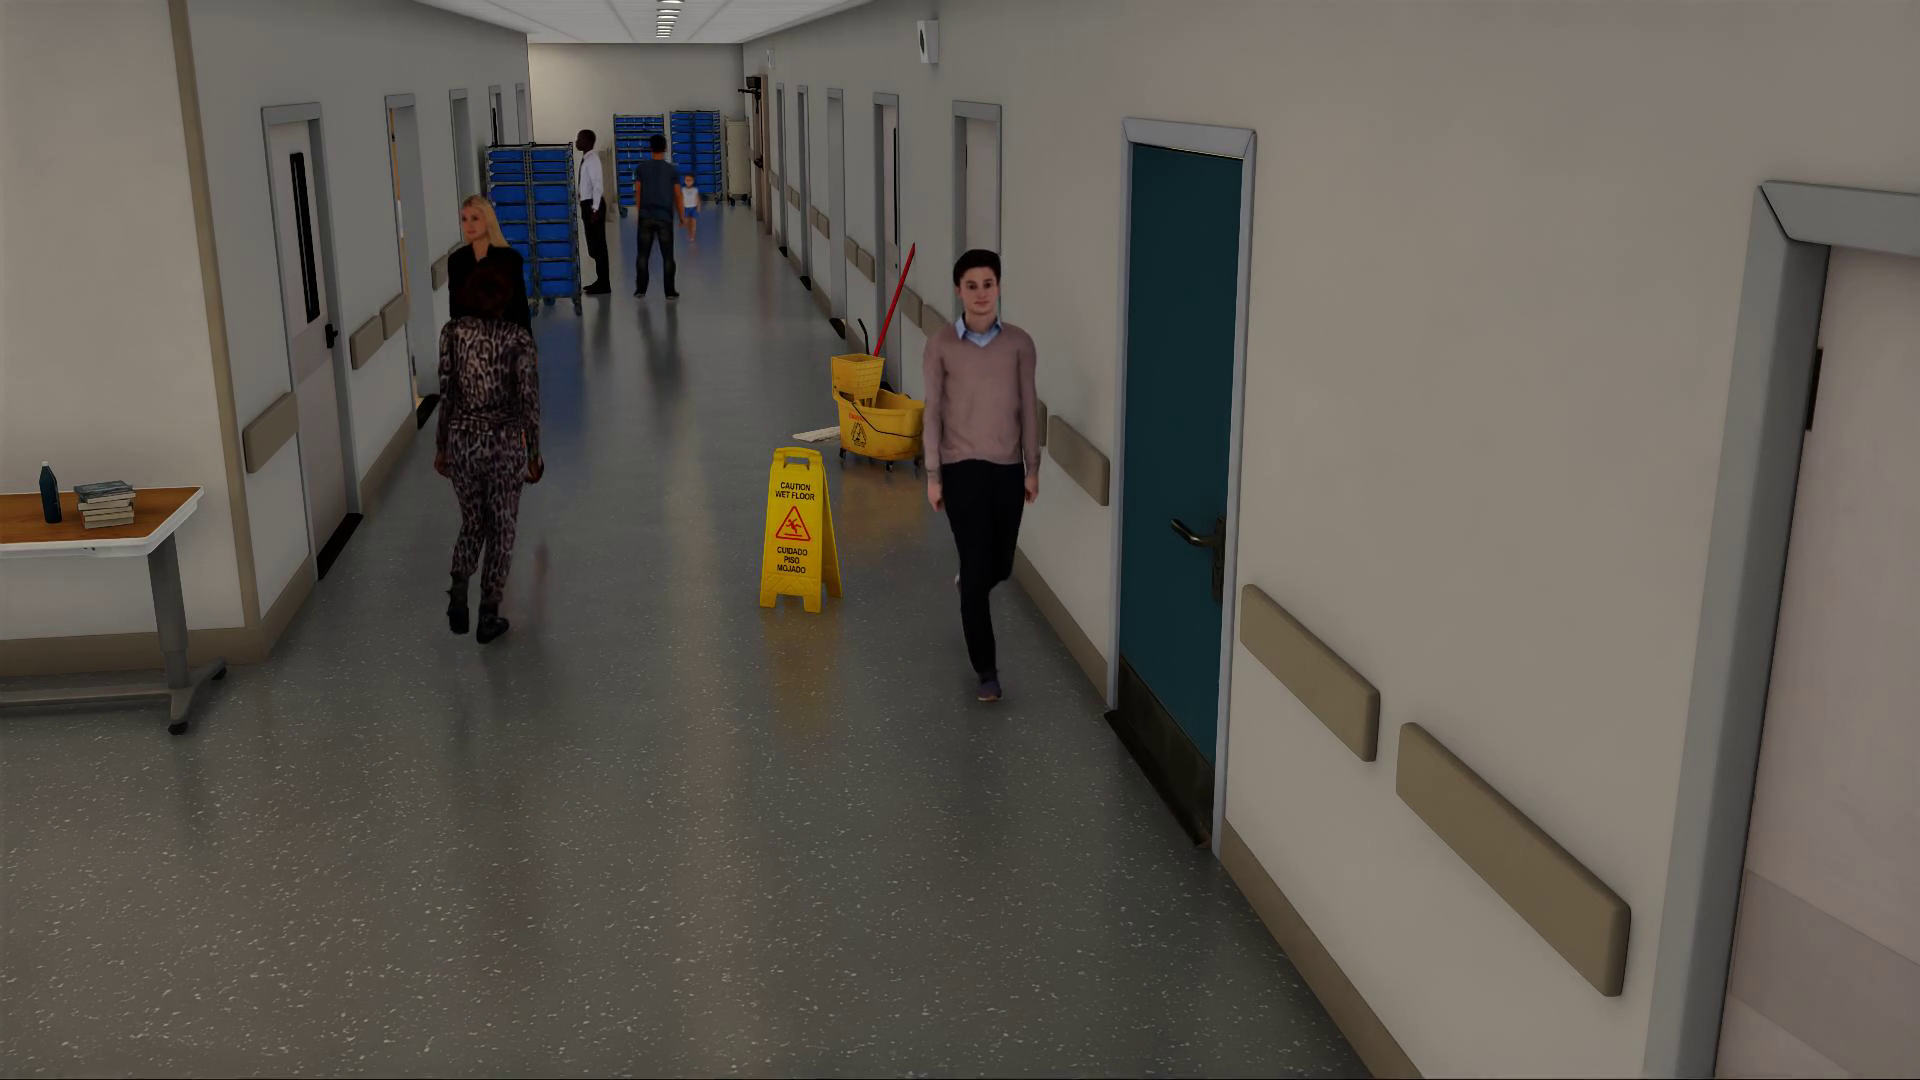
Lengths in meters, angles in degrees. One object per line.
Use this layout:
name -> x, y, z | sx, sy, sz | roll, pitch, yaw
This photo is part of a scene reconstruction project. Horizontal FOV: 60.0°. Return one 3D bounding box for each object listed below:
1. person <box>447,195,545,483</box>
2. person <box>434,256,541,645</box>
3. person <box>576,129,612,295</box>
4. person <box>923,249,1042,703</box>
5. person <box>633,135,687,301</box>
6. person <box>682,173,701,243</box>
person -> -2.509, -0.949, 9.100 | 0.802, 1.818, 1.044 | 2, 16, 8
person -> -2.064, -0.343, 7.175 | 0.736, 1.697, 0.827 | 1, 16, 3
person -> -4.181, -3.757, 19.031 | 0.715, 1.835, 0.499 | -4, 16, -15
person -> 0.091, -0.279, 6.784 | 0.613, 1.787, 1.027 | -2, 16, -9
person -> -3.357, -3.567, 18.440 | 0.791, 1.791, 0.703 | -1, 16, -4
person -> -4.012, -4.960, 24.808 | 0.465, 1.016, 0.468 | 0, 16, 1
